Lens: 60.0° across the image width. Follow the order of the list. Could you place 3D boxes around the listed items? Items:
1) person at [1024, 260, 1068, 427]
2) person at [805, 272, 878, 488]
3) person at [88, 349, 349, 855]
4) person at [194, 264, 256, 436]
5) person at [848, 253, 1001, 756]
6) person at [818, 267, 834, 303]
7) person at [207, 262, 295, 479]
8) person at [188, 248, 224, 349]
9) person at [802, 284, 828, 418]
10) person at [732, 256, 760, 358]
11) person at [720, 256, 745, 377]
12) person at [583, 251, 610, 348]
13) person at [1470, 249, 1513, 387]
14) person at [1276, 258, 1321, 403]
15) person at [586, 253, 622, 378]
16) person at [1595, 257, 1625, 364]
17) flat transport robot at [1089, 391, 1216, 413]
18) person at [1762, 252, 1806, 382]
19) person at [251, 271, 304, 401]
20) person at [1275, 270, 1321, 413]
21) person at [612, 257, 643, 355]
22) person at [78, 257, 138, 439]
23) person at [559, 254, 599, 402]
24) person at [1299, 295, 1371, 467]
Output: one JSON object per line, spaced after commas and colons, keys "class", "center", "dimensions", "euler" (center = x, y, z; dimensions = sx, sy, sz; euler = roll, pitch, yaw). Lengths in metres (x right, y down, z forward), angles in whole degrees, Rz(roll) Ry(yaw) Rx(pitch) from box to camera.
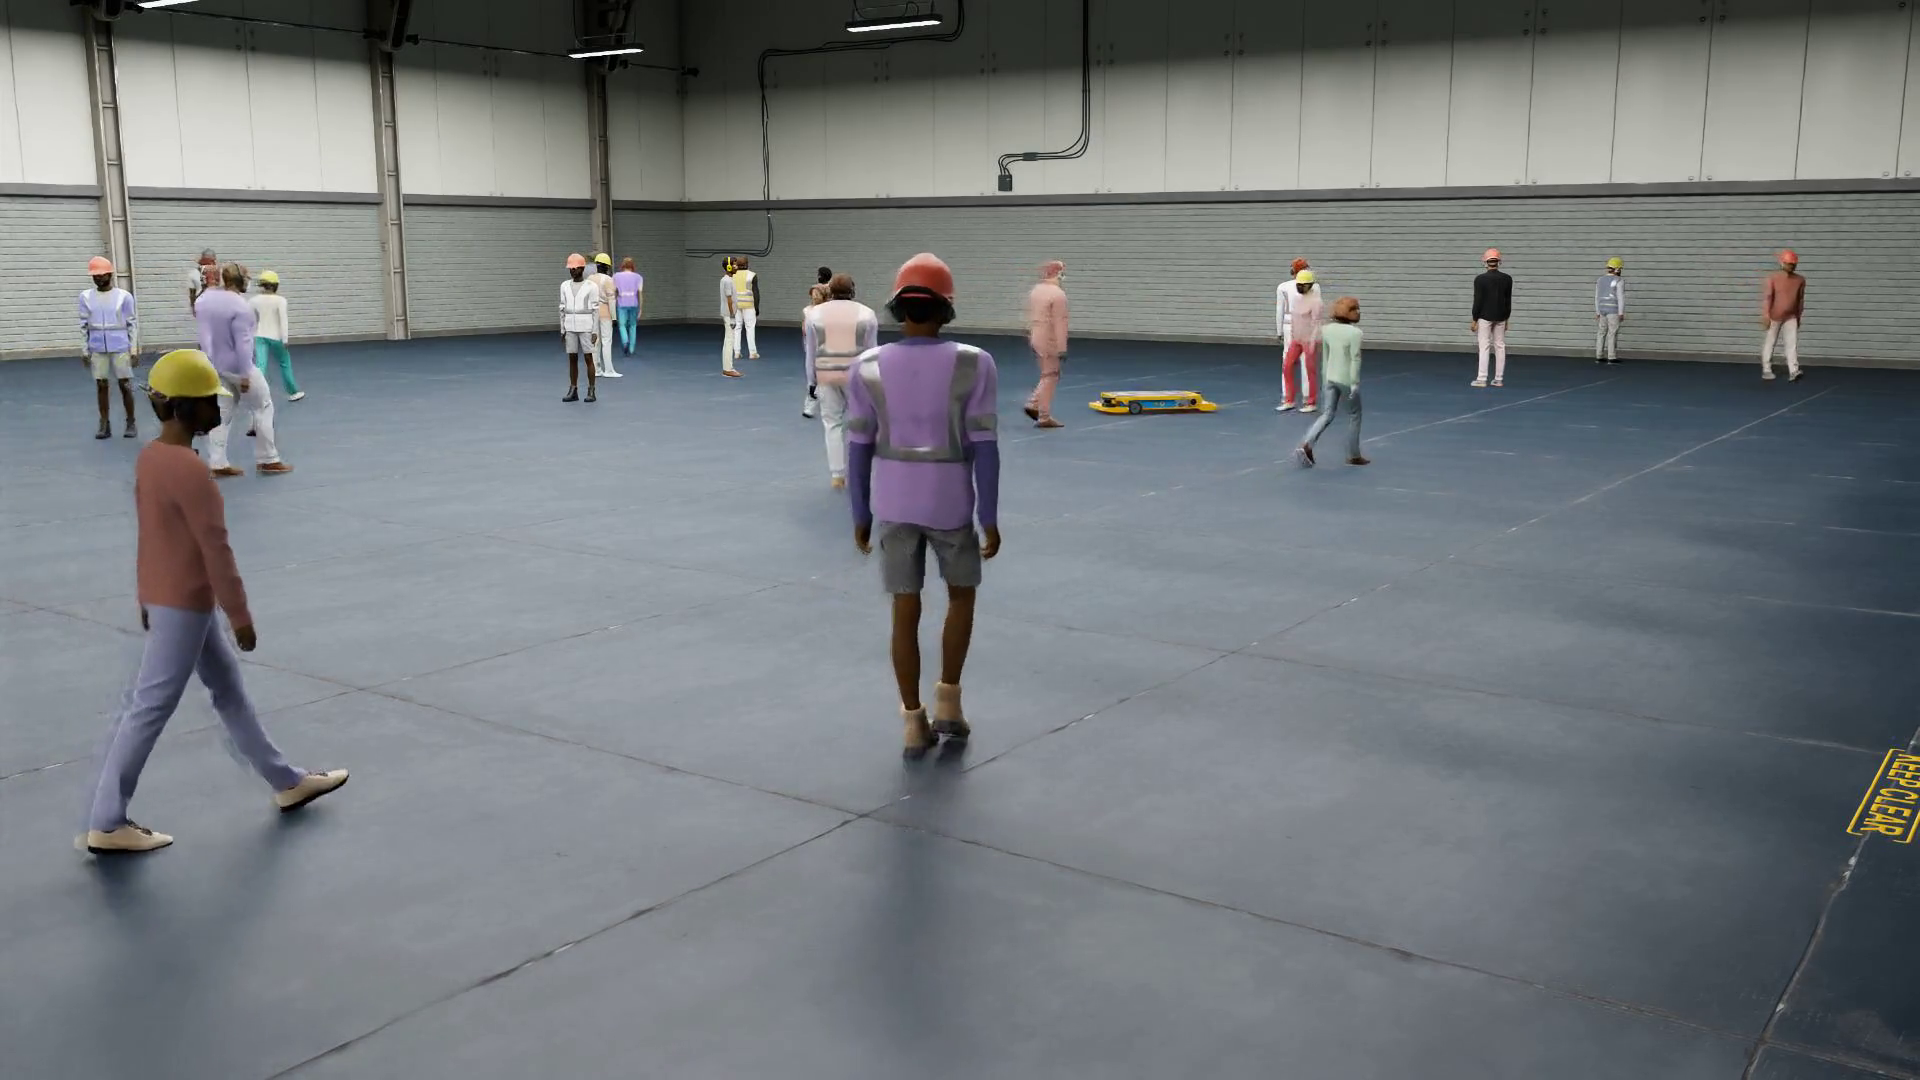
{"class": "person", "center": [1.025, -2.205, 18.788], "dimensions": [0.414, 1.880, 0.717], "euler": [-4, 11, -20]}
{"class": "person", "center": [-0.998, -1.348, 14.132], "dimensions": [0.625, 1.829, 0.440], "euler": [0, 10, 1]}
{"class": "person", "center": [-2.626, 0.203, 5.756], "dimensions": [0.924, 1.710, 0.541], "euler": [-8, 13, -38]}
{"class": "person", "center": [-7.903, -2.029, 17.901], "dimensions": [0.950, 1.862, 0.647], "euler": [4, 11, 23]}
{"class": "person", "center": [-0.135, -0.141, 6.802], "dimensions": [0.635, 2.029, 0.524], "euler": [2, 10, 9]}
{"class": "person", "center": [-2.186, -3.576, 26.975], "dimensions": [0.318, 1.699, 0.535], "euler": [2, 10, 10]}
{"class": "person", "center": [-6.352, -1.506, 14.806], "dimensions": [0.647, 1.909, 0.840], "euler": [7, 12, 35]}
{"class": "person", "center": [-13.319, -4.209, 29.566], "dimensions": [0.686, 2.000, 0.956], "euler": [-3, 10, -14]}
{"class": "person", "center": [-1.651, -2.263, 19.931], "dimensions": [0.511, 1.586, 0.871], "euler": [2, 10, 12]}
{"class": "person", "center": [-3.915, -4.206, 30.104], "dimensions": [0.619, 1.845, 0.430], "euler": [2, 10, 12]}
{"class": "person", "center": [-3.571, -3.481, 25.968], "dimensions": [0.328, 1.872, 0.513], "euler": [-3, 11, -15]}
{"class": "person", "center": [-7.140, -4.723, 32.770], "dimensions": [0.667, 1.919, 0.583], "euler": [2, 10, 14]}
{"class": "person", "center": [7.708, -3.221, 24.171], "dimensions": [0.612, 1.990, 0.392], "euler": [-2, 10, -12]}
{"class": "person", "center": [4.405, -2.718, 21.656], "dimensions": [0.576, 1.883, 0.355], "euler": [3, 11, 17]}
{"class": "person", "center": [-5.531, -3.473, 25.782], "dimensions": [0.585, 1.919, 0.380], "euler": [7, 12, 36]}
{"class": "person", "center": [11.219, -3.942, 28.649], "dimensions": [0.403, 1.831, 0.595], "euler": [-4, 11, -23]}
{"class": "flat transport robot", "center": [2.377, -1.715, 20.553], "dimensions": [1.431, 0.197, 0.652], "euler": [-2, 10, -12]}
{"class": "person", "center": [12.449, -3.368, 25.119], "dimensions": [0.647, 1.938, 1.015], "euler": [1, 10, 3]}
{"class": "person", "center": [-8.911, -2.620, 21.553], "dimensions": [0.542, 1.712, 0.903], "euler": [2, 10, 11]}
{"class": "person", "center": [4.149, -2.417, 20.331], "dimensions": [0.649, 1.741, 0.560], "euler": [-6, 12, -31]}
{"class": "person", "center": [-6.157, -4.330, 30.844], "dimensions": [0.584, 1.822, 0.520], "euler": [-3, 11, -16]}
{"class": "person", "center": [-9.063, -2.034, 17.719], "dimensions": [0.560, 1.931, 0.435], "euler": [-2, 10, -12]}
{"class": "person", "center": [-4.997, -2.773, 21.812], "dimensions": [0.545, 1.939, 0.354], "euler": [2, 10, 11]}
{"class": "person", "center": [3.502, -1.467, 15.425], "dimensions": [0.756, 1.604, 0.507], "euler": [-6, 12, -31]}
